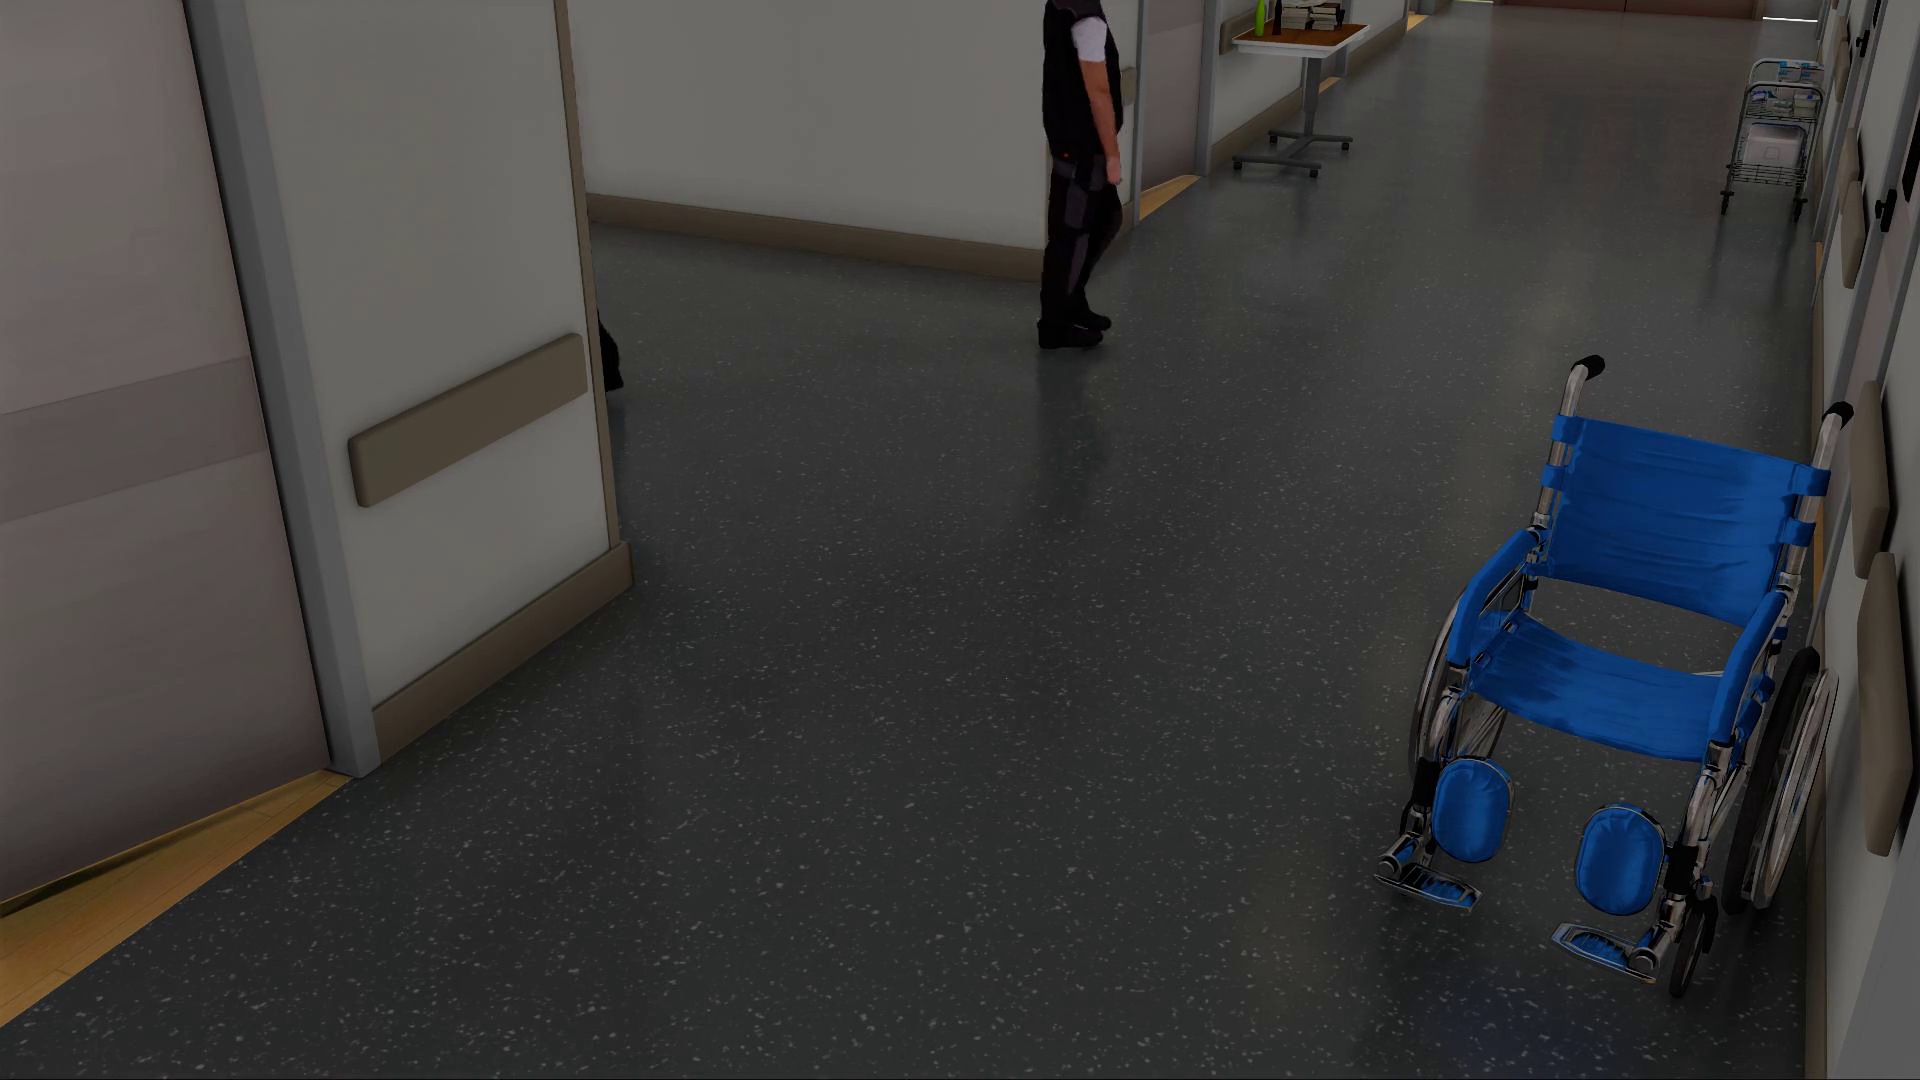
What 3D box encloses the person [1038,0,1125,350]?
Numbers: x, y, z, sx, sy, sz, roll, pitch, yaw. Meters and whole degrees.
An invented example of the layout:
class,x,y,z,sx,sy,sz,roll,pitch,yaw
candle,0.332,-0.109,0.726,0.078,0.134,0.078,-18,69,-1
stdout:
class,x,y,z,sx,sy,sz,roll,pitch,yaw
person,0.422,-1.695,7.098,0.866,1.839,0.772,-4,26,-8
